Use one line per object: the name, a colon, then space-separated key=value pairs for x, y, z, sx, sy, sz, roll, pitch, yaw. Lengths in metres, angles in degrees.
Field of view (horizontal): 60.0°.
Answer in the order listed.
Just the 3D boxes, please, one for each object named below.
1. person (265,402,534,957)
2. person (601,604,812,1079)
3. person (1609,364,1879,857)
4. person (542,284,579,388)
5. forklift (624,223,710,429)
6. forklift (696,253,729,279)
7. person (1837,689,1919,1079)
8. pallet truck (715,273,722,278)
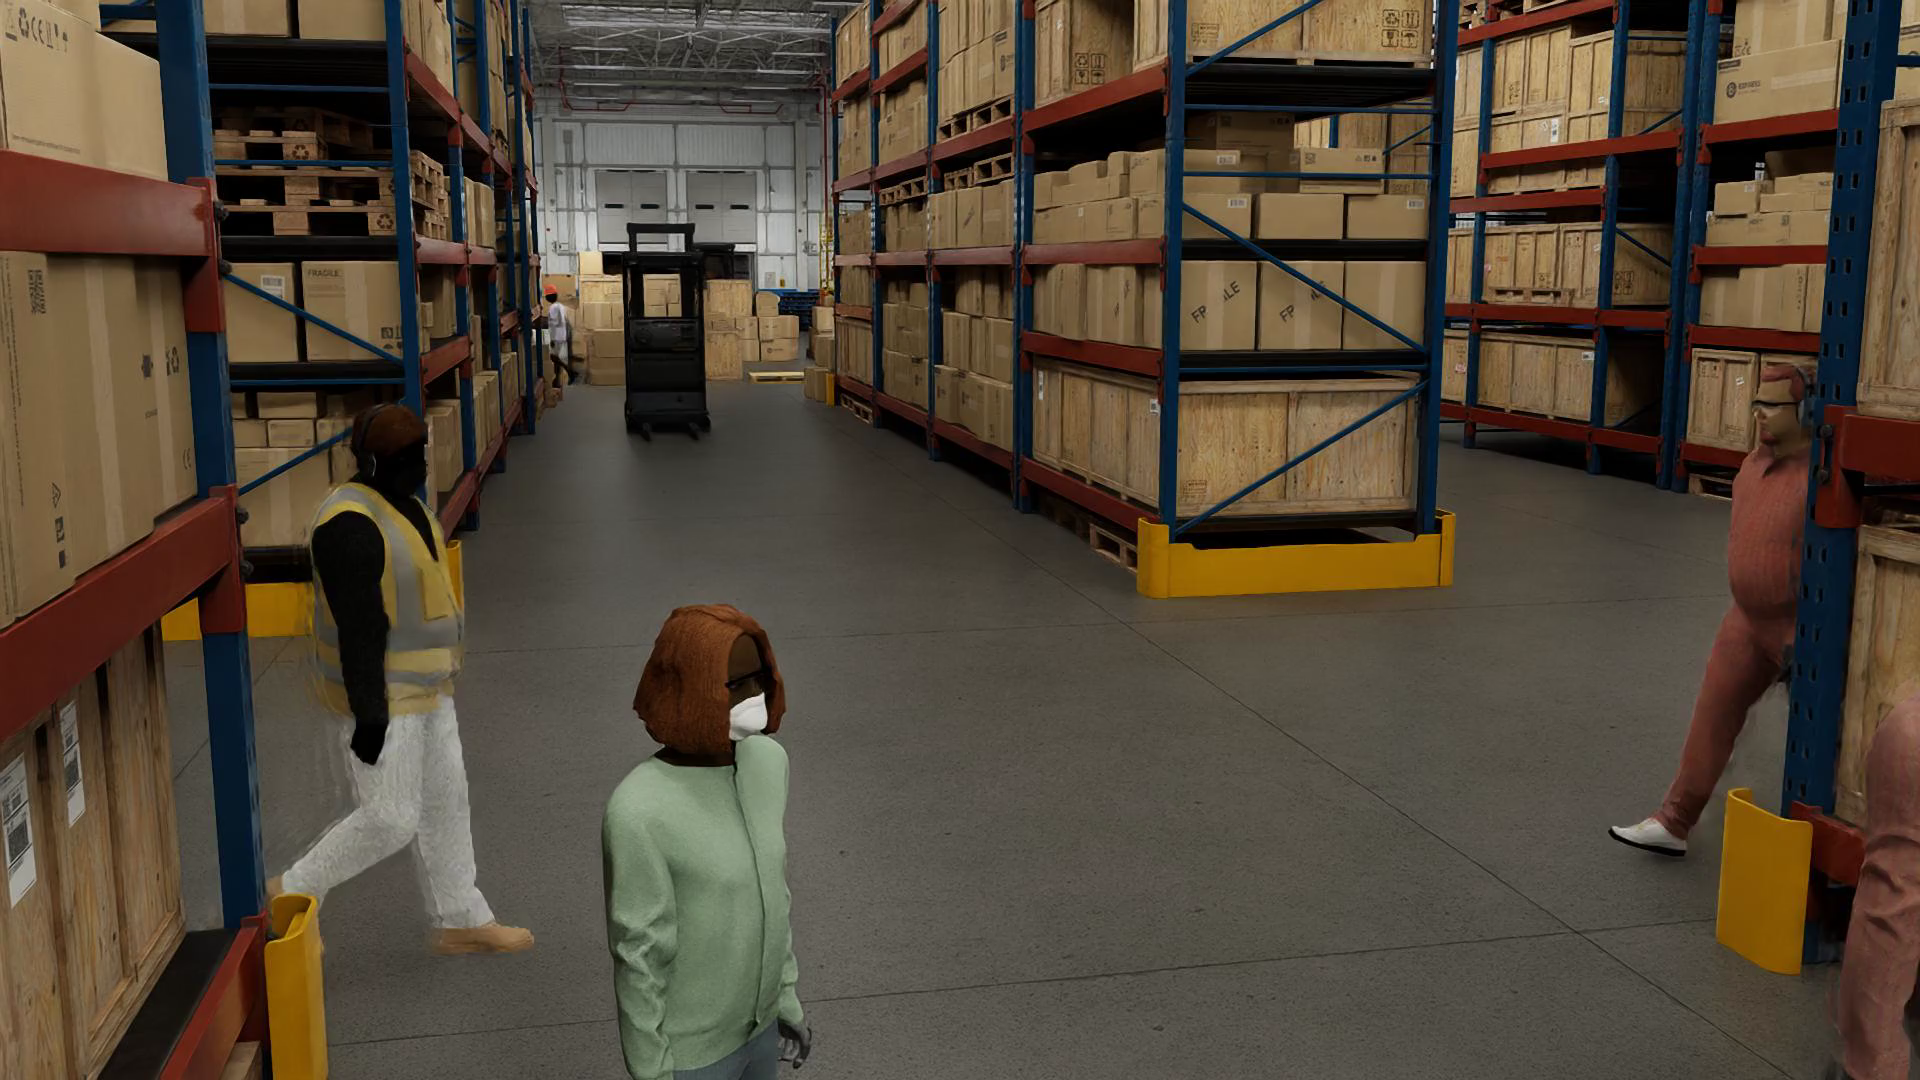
person: x=-1.791 y=0.474 z=5.165 sx=0.729 sy=1.818 sz=0.649 roll=0 pitch=9 yaw=1
person: x=-0.442 y=0.917 z=3.025 sx=0.285 sy=1.633 sz=0.500 roll=4 pitch=10 yaw=25
person: x=2.885 y=0.310 z=6.027 sx=0.925 sy=1.870 sz=0.647 roll=-2 pitch=10 yaw=-15
person: x=-7.340 y=-3.725 z=30.478 sx=0.579 sy=1.912 sz=0.566 roll=0 pitch=9 yaw=2
forklift: x=-4.142 y=-3.016 z=23.205 sx=1.129 sy=2.768 sz=1.873 roll=-2 pitch=10 yaw=-12
forklift: x=-6.529 y=-6.416 z=43.934 sx=1.129 sy=2.768 sz=1.873 roll=-2 pitch=10 yaw=-12
person: x=1.836 y=0.857 z=2.719 sx=0.664 sy=1.852 sz=0.986 roll=-1 pitch=9 yaw=-3
pallet truck: x=-8.580 y=-8.986 z=62.280 sx=1.885 sy=1.965 sz=0.823 roll=1 pitch=9 yaw=5
